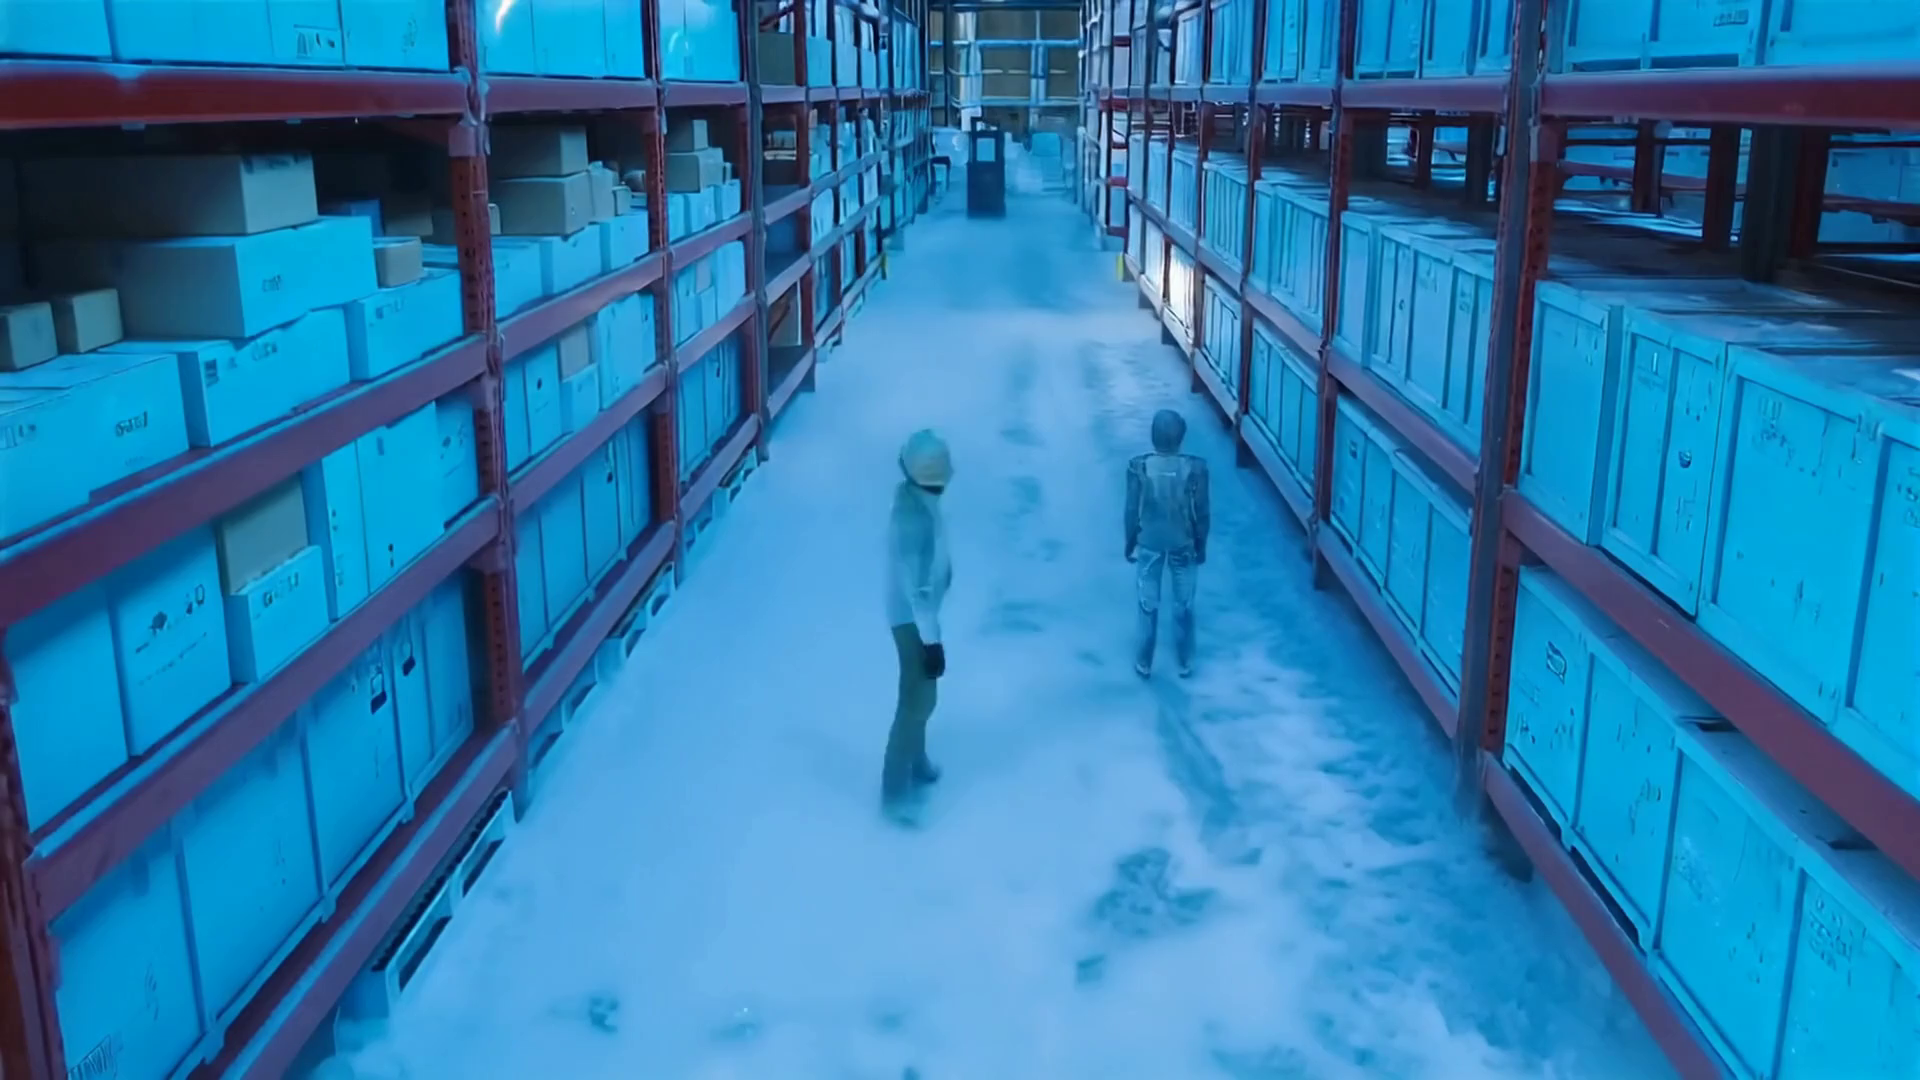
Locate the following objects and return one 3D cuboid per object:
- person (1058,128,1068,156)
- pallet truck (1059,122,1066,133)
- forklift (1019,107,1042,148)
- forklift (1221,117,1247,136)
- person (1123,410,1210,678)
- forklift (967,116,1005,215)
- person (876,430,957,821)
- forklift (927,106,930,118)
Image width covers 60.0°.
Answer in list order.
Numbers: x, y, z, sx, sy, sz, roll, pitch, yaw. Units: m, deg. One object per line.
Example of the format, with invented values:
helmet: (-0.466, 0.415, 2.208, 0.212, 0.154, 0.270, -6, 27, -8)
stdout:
person: (4.627, -17.705, 75.480, 0.680, 1.919, 0.556, -10, 18, -32)
pallet truck: (5.788, -21.111, 88.014, 1.885, 1.965, 0.823, 5, 16, 18)
forklift: (3.531, -19.640, 80.864, 1.129, 2.768, 1.873, -8, 17, -26)
forklift: (7.727, -10.406, 46.509, 1.129, 2.768, 1.873, 0, 15, 1)
person: (1.240, 0.035, 10.021, 0.517, 1.636, 0.314, 1, 15, 4)
forklift: (0.770, -10.966, 48.591, 1.129, 2.768, 1.873, 0, 15, 2)
person: (-0.211, 0.385, 8.157, 0.382, 1.942, 0.706, -1, 15, -3)
forklift: (-1.953, -21.125, 86.391, 1.129, 2.768, 1.873, 0, 15, 2)
